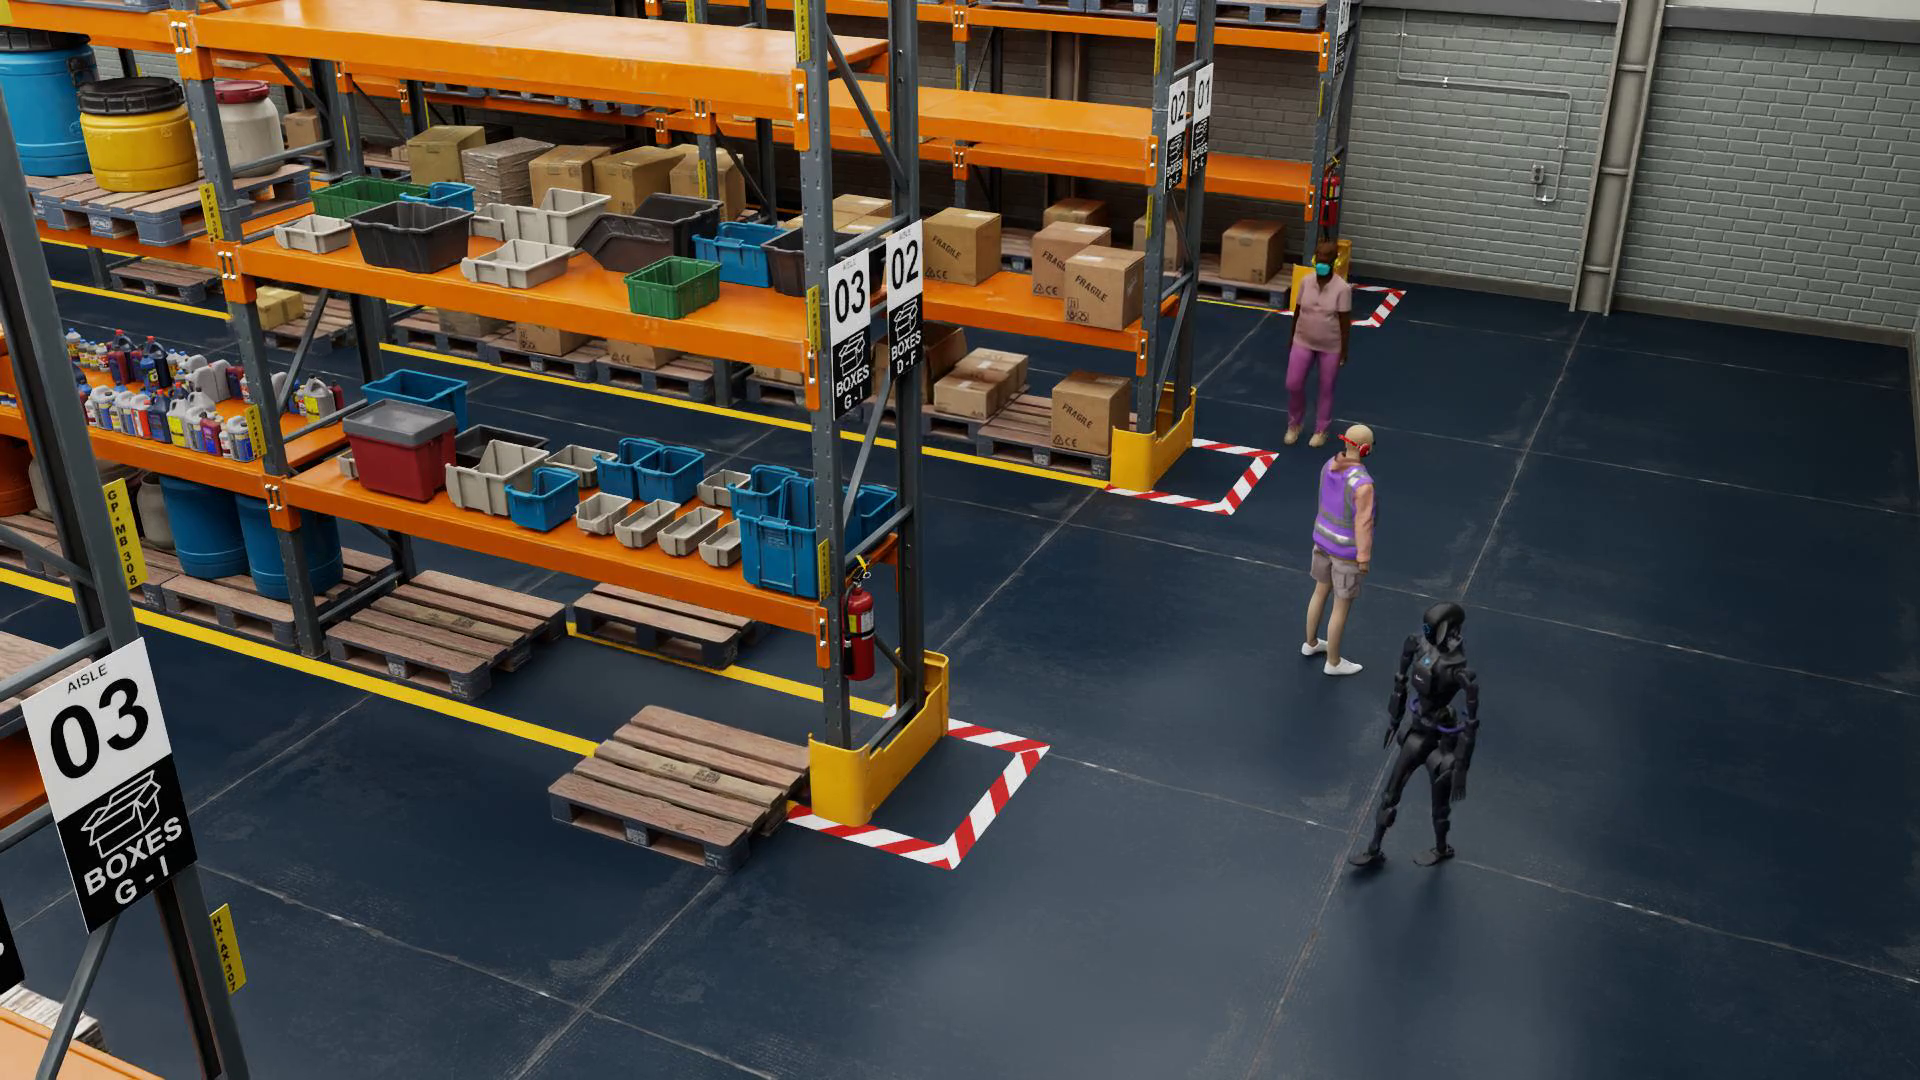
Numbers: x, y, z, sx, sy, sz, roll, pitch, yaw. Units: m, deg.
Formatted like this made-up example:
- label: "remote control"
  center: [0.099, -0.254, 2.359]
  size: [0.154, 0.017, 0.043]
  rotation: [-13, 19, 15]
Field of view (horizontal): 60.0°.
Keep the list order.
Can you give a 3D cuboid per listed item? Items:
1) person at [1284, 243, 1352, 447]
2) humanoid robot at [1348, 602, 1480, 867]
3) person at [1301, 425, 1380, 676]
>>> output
- label: "person"
  center: [2.990, -1.601, 13.837]
  size: [0.534, 1.782, 0.529]
  rotation: [12, 29, 24]
- label: "humanoid robot"
  center: [2.415, 1.046, 8.616]
  size: [0.631, 1.643, 0.592]
  rotation: [-14, 30, -26]
- label: "person"
  center: [2.426, 0.057, 10.590]
  size: [0.348, 1.688, 0.492]
  rotation: [-11, 28, -21]
